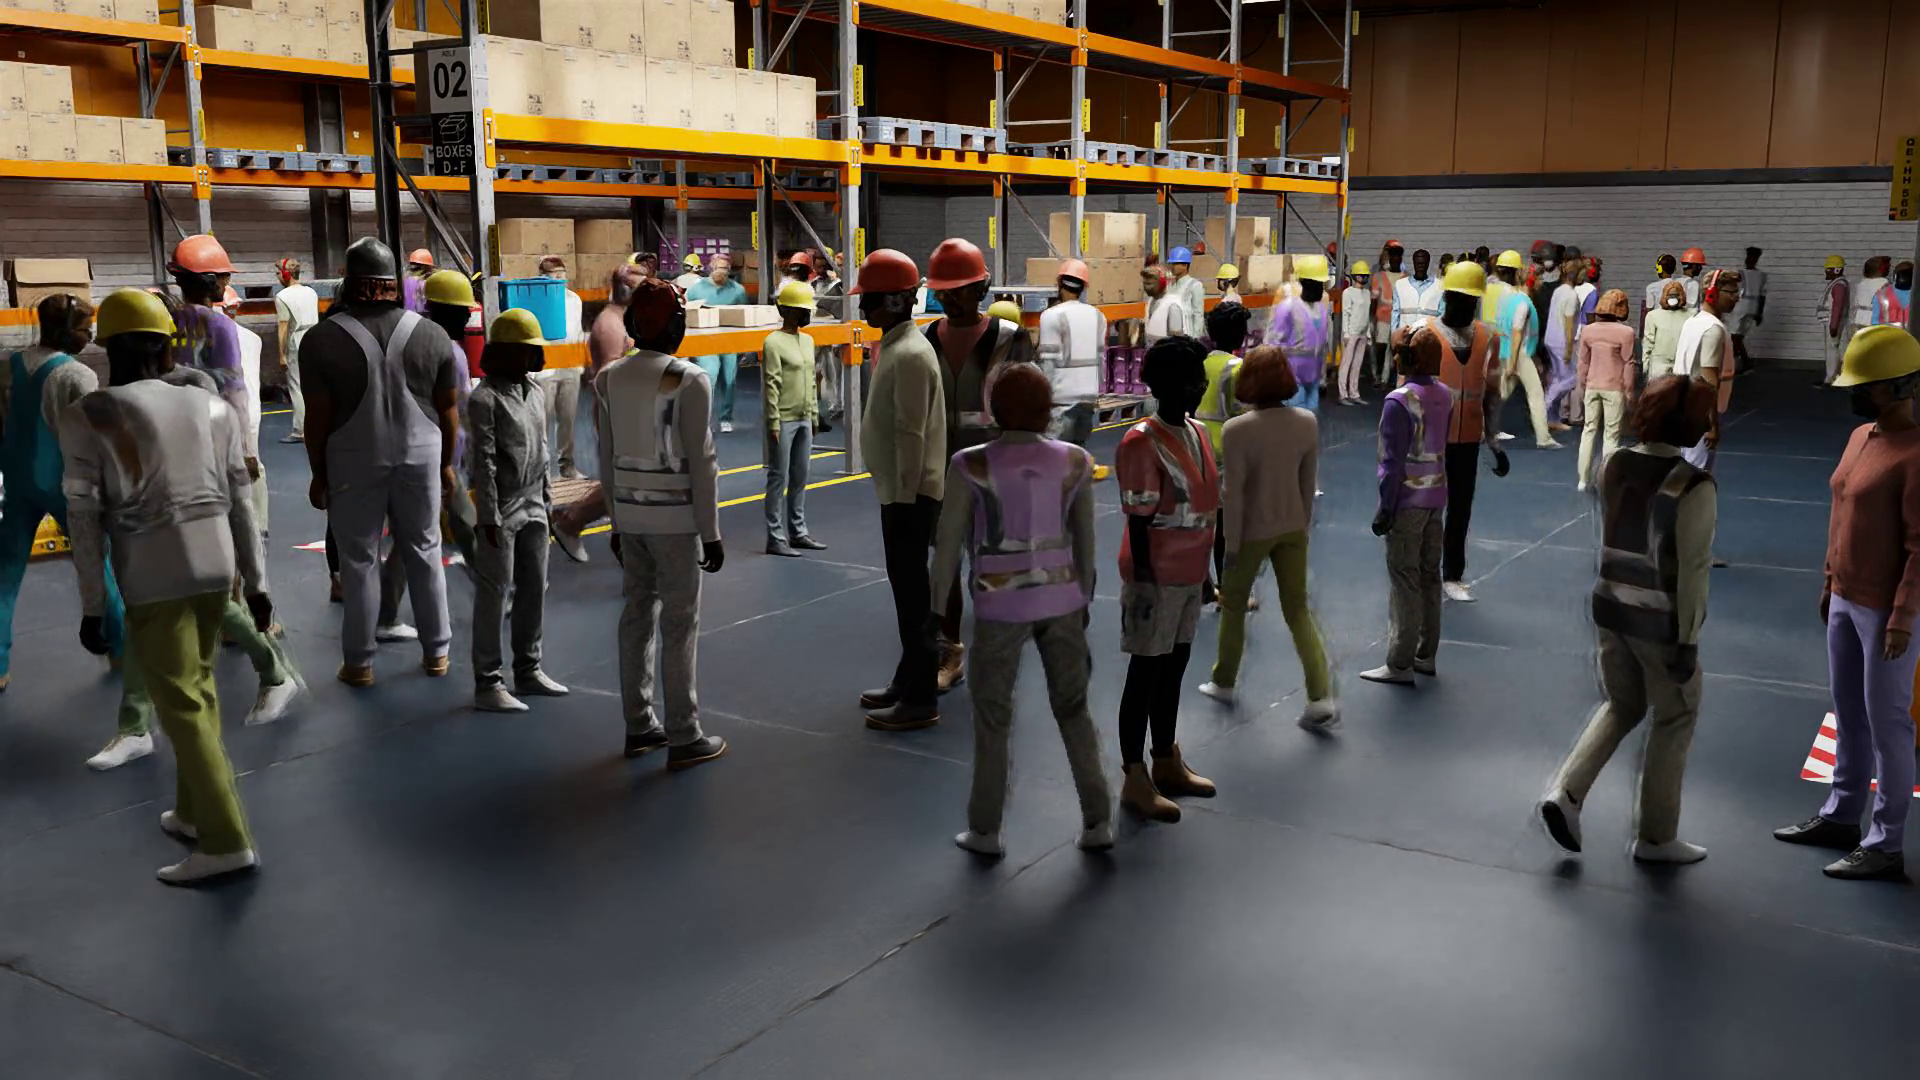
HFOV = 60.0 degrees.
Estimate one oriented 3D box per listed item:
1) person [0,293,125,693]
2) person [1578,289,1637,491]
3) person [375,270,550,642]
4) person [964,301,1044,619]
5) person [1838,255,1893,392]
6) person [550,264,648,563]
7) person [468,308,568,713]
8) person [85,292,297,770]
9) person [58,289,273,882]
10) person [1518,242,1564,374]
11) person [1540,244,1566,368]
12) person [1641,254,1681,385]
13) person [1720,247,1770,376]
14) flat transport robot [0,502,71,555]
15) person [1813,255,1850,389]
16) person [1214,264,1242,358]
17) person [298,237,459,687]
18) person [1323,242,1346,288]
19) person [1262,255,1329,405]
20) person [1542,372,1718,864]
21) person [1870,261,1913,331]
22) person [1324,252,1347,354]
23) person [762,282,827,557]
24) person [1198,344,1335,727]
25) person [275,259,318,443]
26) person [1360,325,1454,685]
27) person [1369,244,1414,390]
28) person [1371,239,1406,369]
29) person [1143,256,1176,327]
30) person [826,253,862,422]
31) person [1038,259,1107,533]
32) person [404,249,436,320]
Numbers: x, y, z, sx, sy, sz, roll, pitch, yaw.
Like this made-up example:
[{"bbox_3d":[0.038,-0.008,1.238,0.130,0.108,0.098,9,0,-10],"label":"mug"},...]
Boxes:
[{"bbox_3d":[-4.181,-0.215,7.587,0.606,1.794,0.721,1,10,6],"label":"person"},{"bbox_3d":[5.179,-1.182,13.310,0.279,1.633,0.505,-6,12,-31],"label":"person"},{"bbox_3d":[-2.601,-0.428,8.481,1.022,1.864,0.583,-6,12,-32],"label":"person"},{"bbox_3d":[0.208,-0.384,8.668,0.511,1.710,0.408,4,11,19],"label":"person"},{"bbox_3d":[11.929,-2.812,21.794,0.700,1.827,0.582,0,10,-1],"label":"person"},{"bbox_3d":[-2.123,-0.731,10.115,0.646,1.883,0.680,0,10,2],"label":"person"},{"bbox_3d":[-1.910,-0.130,7.214,0.321,1.737,0.488,4,11,22],"label":"person"},{"bbox_3d":[-3.100,-0.079,6.648,0.514,1.835,0.942,3,11,18],"label":"person"},{"bbox_3d":[-2.517,0.136,5.391,0.747,1.874,0.599,6,12,29],"label":"person"},{"bbox_3d":[7.703,-2.933,21.884,0.684,2.000,0.978,1,10,6],"label":"person"},{"bbox_3d":[9.405,-3.710,26.419,0.368,1.958,0.599,4,11,22],"label":"person"},{"bbox_3d":[8.083,-2.342,19.122,0.510,1.860,0.333,-1,10,-3],"label":"person"},{"bbox_3d":[11.676,-3.396,24.792,0.692,1.919,0.688,-2,10,-12],"label":"person"},{"bbox_3d":[-6.327,-0.092,11.043,1.431,0.197,0.652,9,13,40],"label":"flat transport robot"},{"bbox_3d":[11.912,-2.973,22.718,0.403,1.825,0.591,5,11,24],"label":"person"},{"bbox_3d":[2.839,-2.039,17.691,0.314,1.769,0.523,4,11,23],"label":"person"},{"bbox_3d":[-2.661,-0.359,7.622,0.689,2.000,0.539,-6,12,-31],"label":"person"},{"bbox_3d":[6.292,-4.054,28.253,0.615,1.985,0.412,-4,11,-19],"label":"person"},{"bbox_3d":[3.529,-2.033,17.375,0.670,1.861,0.823,-3,11,-14],"label":"person"},{"bbox_3d":[2.168,0.268,5.298,0.550,1.613,0.537,-3,11,-18],"label":"person"},{"bbox_3d":[10.312,-2.151,18.232,0.623,1.803,0.948,5,11,25],"label":"person"},{"bbox_3d":[5.970,-3.644,26.372,0.429,1.841,0.633,3,11,16],"label":"person"},{"bbox_3d":[-1.065,-0.774,10.710,0.336,1.761,0.524,6,12,29],"label":"person"},{"bbox_3d":[1.316,-0.025,7.011,0.507,1.600,0.837,-4,11,-22],"label":"person"},{"bbox_3d":[-6.597,-1.880,16.622,0.394,1.836,0.560,3,11,15],"label":"person"},{"bbox_3d":[2.066,-0.157,7.611,0.309,1.641,0.515,9,14,41],"label":"person"},{"bbox_3d":[5.820,-2.986,22.388,0.613,1.965,0.361,3,11,16],"label":"person"},{"bbox_3d":[6.775,-3.719,26.250,0.606,2.038,0.382,10,14,43],"label":"person"},{"bbox_3d":[2.865,-3.144,23.671,0.619,1.821,0.797,7,12,34],"label":"person"},{"bbox_3d":[-1.281,-2.246,18.517,0.573,1.883,0.355,9,14,41],"label":"person"},{"bbox_3d":[0.731,-1.021,11.714,0.573,1.894,0.598,-7,13,-36],"label":"person"},{"bbox_3d":[-6.089,-2.320,18.820,0.554,1.923,0.391,7,12,33],"label":"person"}]
